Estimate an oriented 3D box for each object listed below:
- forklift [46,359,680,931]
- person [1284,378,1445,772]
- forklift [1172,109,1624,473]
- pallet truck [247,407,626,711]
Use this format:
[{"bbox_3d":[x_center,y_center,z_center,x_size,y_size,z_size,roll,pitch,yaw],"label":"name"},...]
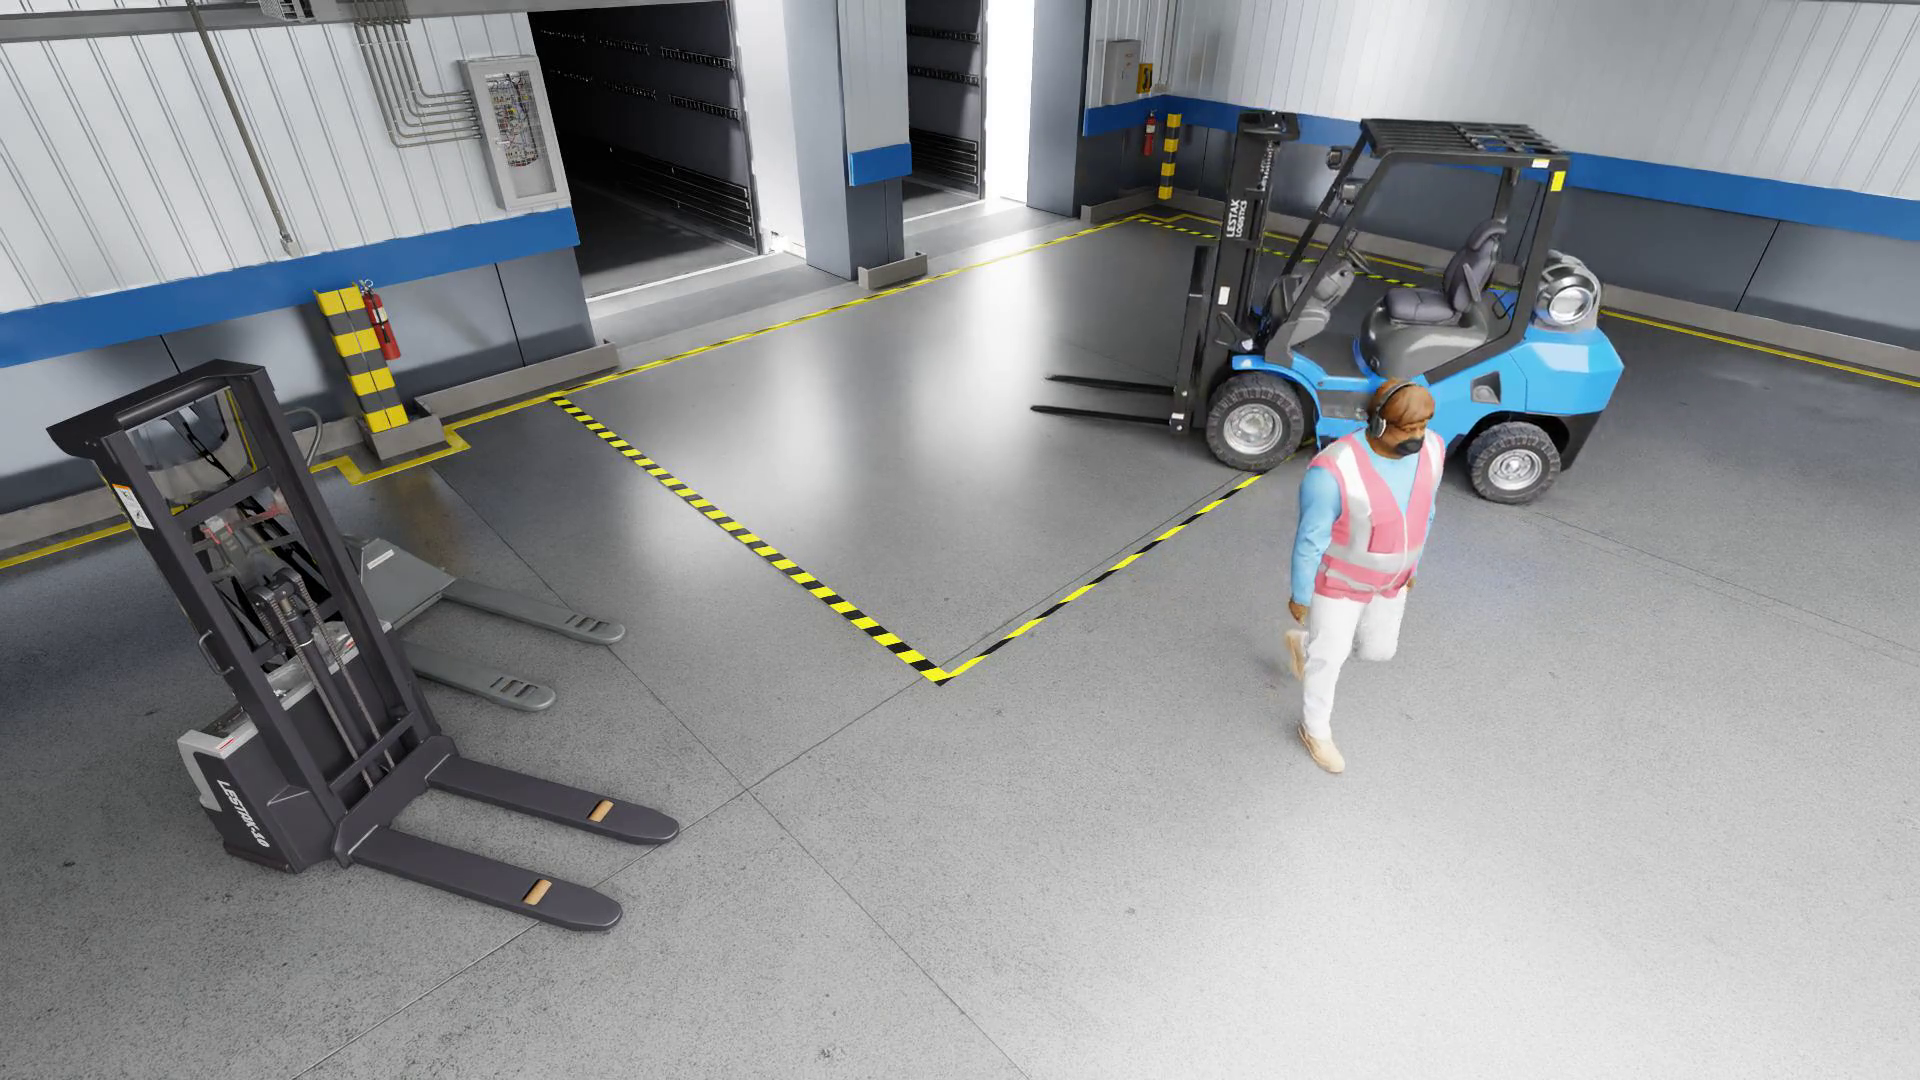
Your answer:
[{"bbox_3d":[-2.135,0.422,3.354,1.885,1.965,0.823,10,35,14],"label":"forklift"},{"bbox_3d":[1.667,0.135,3.929,0.635,1.820,0.672,-11,36,-16],"label":"person"},{"bbox_3d":[2.922,-1.677,6.124,2.680,2.036,1.157,8,35,12],"label":"forklift"},{"bbox_3d":[-2.628,0.038,4.590,1.601,1.201,0.680,12,36,18],"label":"pallet truck"}]
